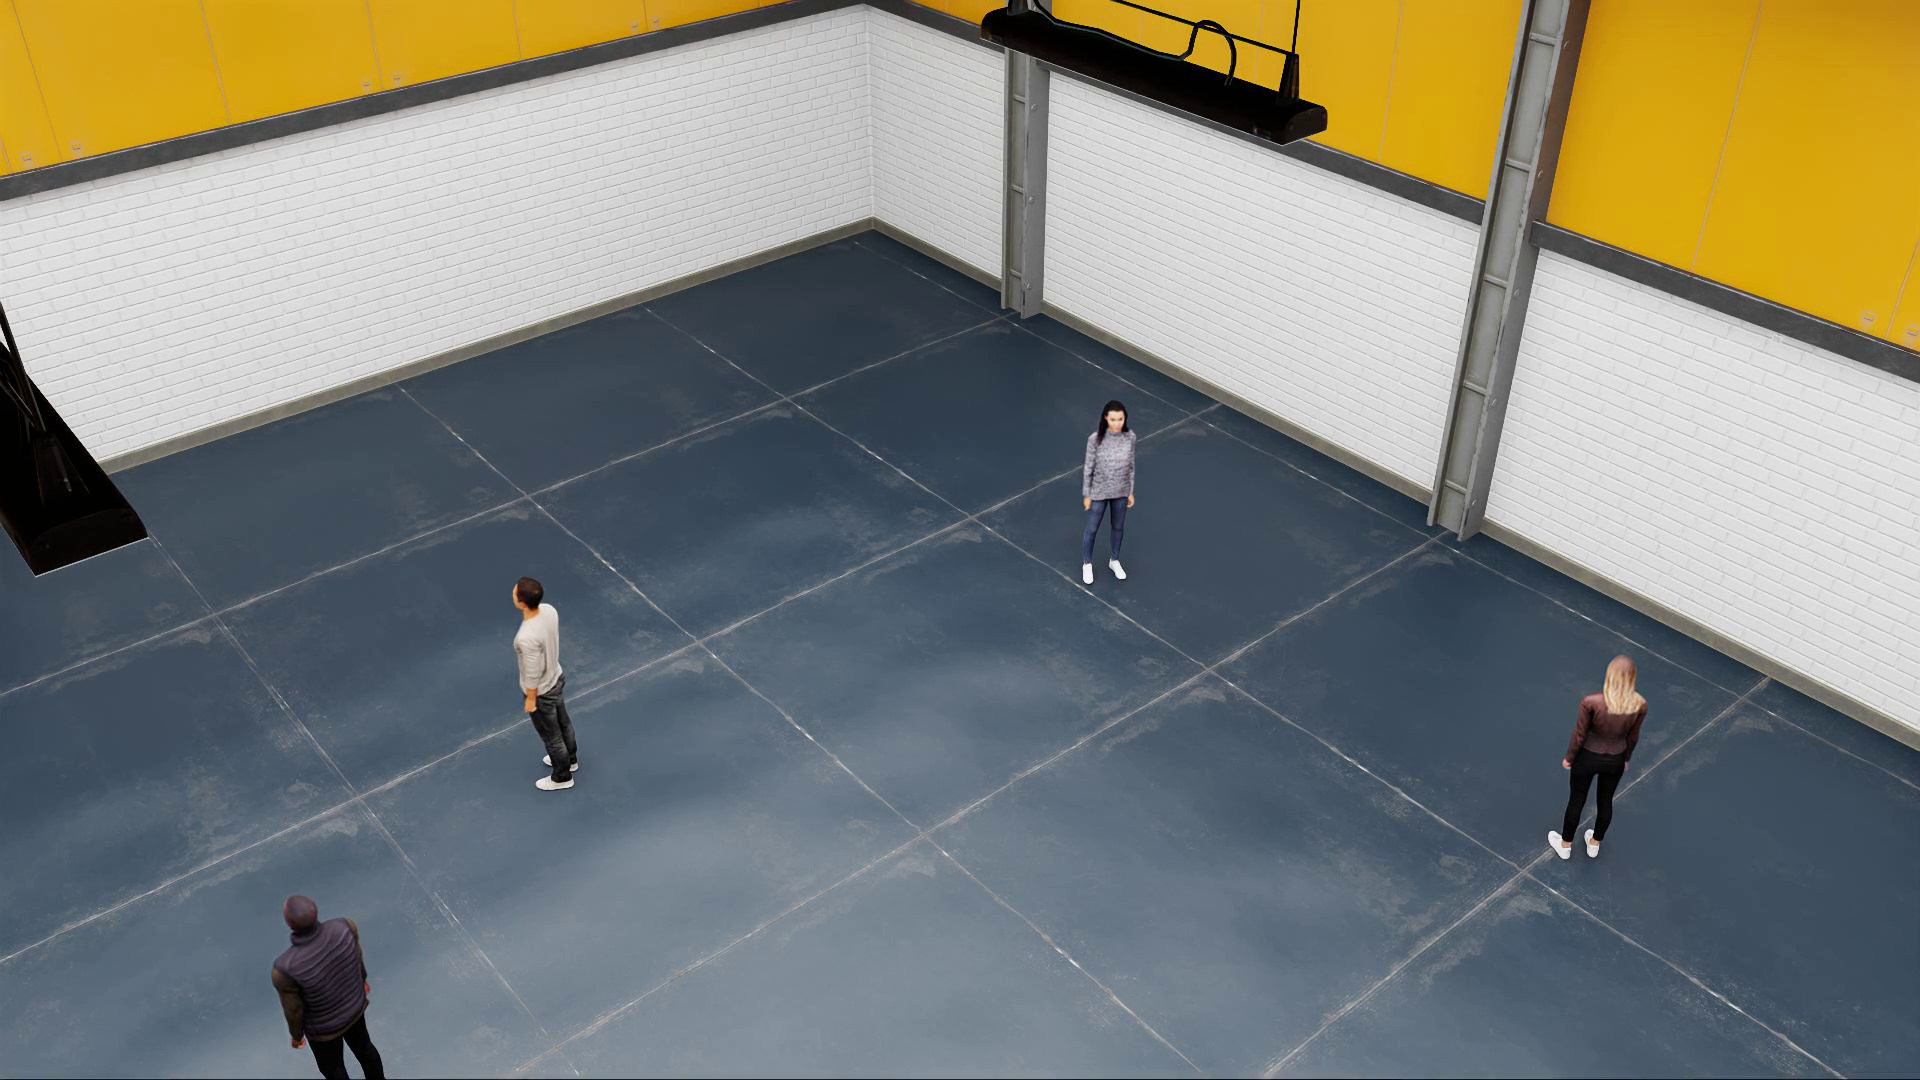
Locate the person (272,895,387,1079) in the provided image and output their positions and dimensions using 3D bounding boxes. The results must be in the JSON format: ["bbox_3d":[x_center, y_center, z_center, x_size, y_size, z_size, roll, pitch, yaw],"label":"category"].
[{"bbox_3d":[-3.580,2.695,9.487,0.693,1.836,0.758,19,38,26],"label":"person"}]

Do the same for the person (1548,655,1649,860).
[{"bbox_3d":[4.386,1.501,11.402,0.671,1.705,0.711,0,34,0],"label":"person"}]

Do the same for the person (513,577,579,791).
[{"bbox_3d":[-2.998,1.027,12.019,0.779,1.812,0.728,4,34,6],"label":"person"}]

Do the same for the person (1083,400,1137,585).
[{"bbox_3d":[1.282,-0.434,14.289,0.690,1.732,0.687,-6,34,-9],"label":"person"}]
